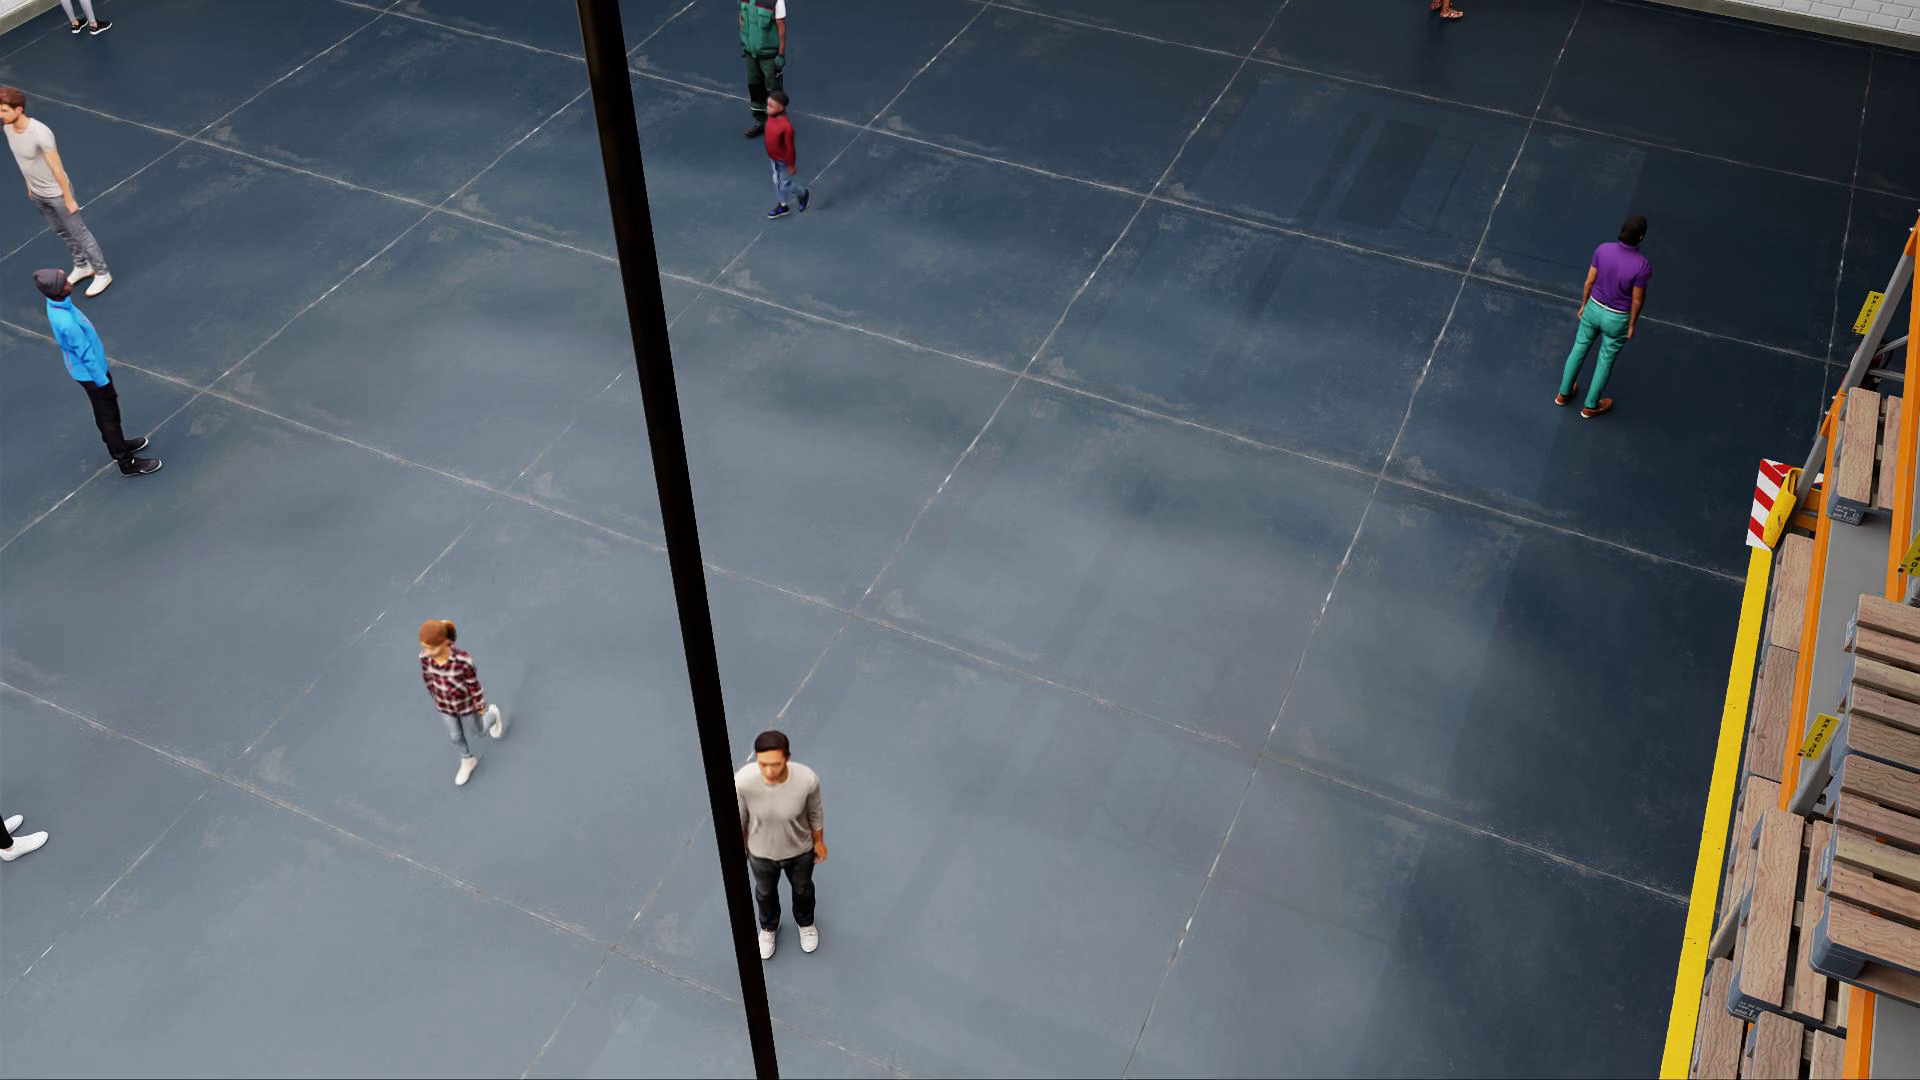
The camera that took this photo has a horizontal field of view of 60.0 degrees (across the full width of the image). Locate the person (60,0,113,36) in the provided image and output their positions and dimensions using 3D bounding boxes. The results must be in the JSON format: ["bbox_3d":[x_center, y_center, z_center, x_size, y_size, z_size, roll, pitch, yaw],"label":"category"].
[{"bbox_3d":[-9.477,-6.175,17.484,0.596,1.726,0.584,8,44,9],"label":"person"}]

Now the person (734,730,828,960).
[{"bbox_3d":[-0.993,1.656,9.203,0.740,1.811,0.732,-3,44,-3],"label":"person"}]

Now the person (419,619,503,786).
[{"bbox_3d":[-3.092,0.937,10.334,0.647,1.292,0.809,7,44,7],"label":"person"}]

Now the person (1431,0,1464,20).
[{"bbox_3d":[5.332,-6.449,17.777,0.725,1.719,0.645,-10,45,-11],"label":"person"}]

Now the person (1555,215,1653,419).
[{"bbox_3d":[4.976,-1.728,12.786,0.698,1.768,0.690,34,53,31],"label":"person"}]

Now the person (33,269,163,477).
[{"bbox_3d":[-6.420,-1.242,12.257,0.692,1.794,0.696,-28,50,-26],"label":"person"}]

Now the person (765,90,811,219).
[{"bbox_3d":[-1.560,-3.483,15.007,0.727,1.245,0.643,-29,50,-27],"label":"person"}]

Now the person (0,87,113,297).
[{"bbox_3d":[-7.635,-2.952,13.980,0.641,1.893,0.536,19,47,18],"label":"person"}]

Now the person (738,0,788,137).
[{"bbox_3d":[-1.871,-4.675,15.828,0.705,1.840,0.635,23,48,22],"label":"person"}]
